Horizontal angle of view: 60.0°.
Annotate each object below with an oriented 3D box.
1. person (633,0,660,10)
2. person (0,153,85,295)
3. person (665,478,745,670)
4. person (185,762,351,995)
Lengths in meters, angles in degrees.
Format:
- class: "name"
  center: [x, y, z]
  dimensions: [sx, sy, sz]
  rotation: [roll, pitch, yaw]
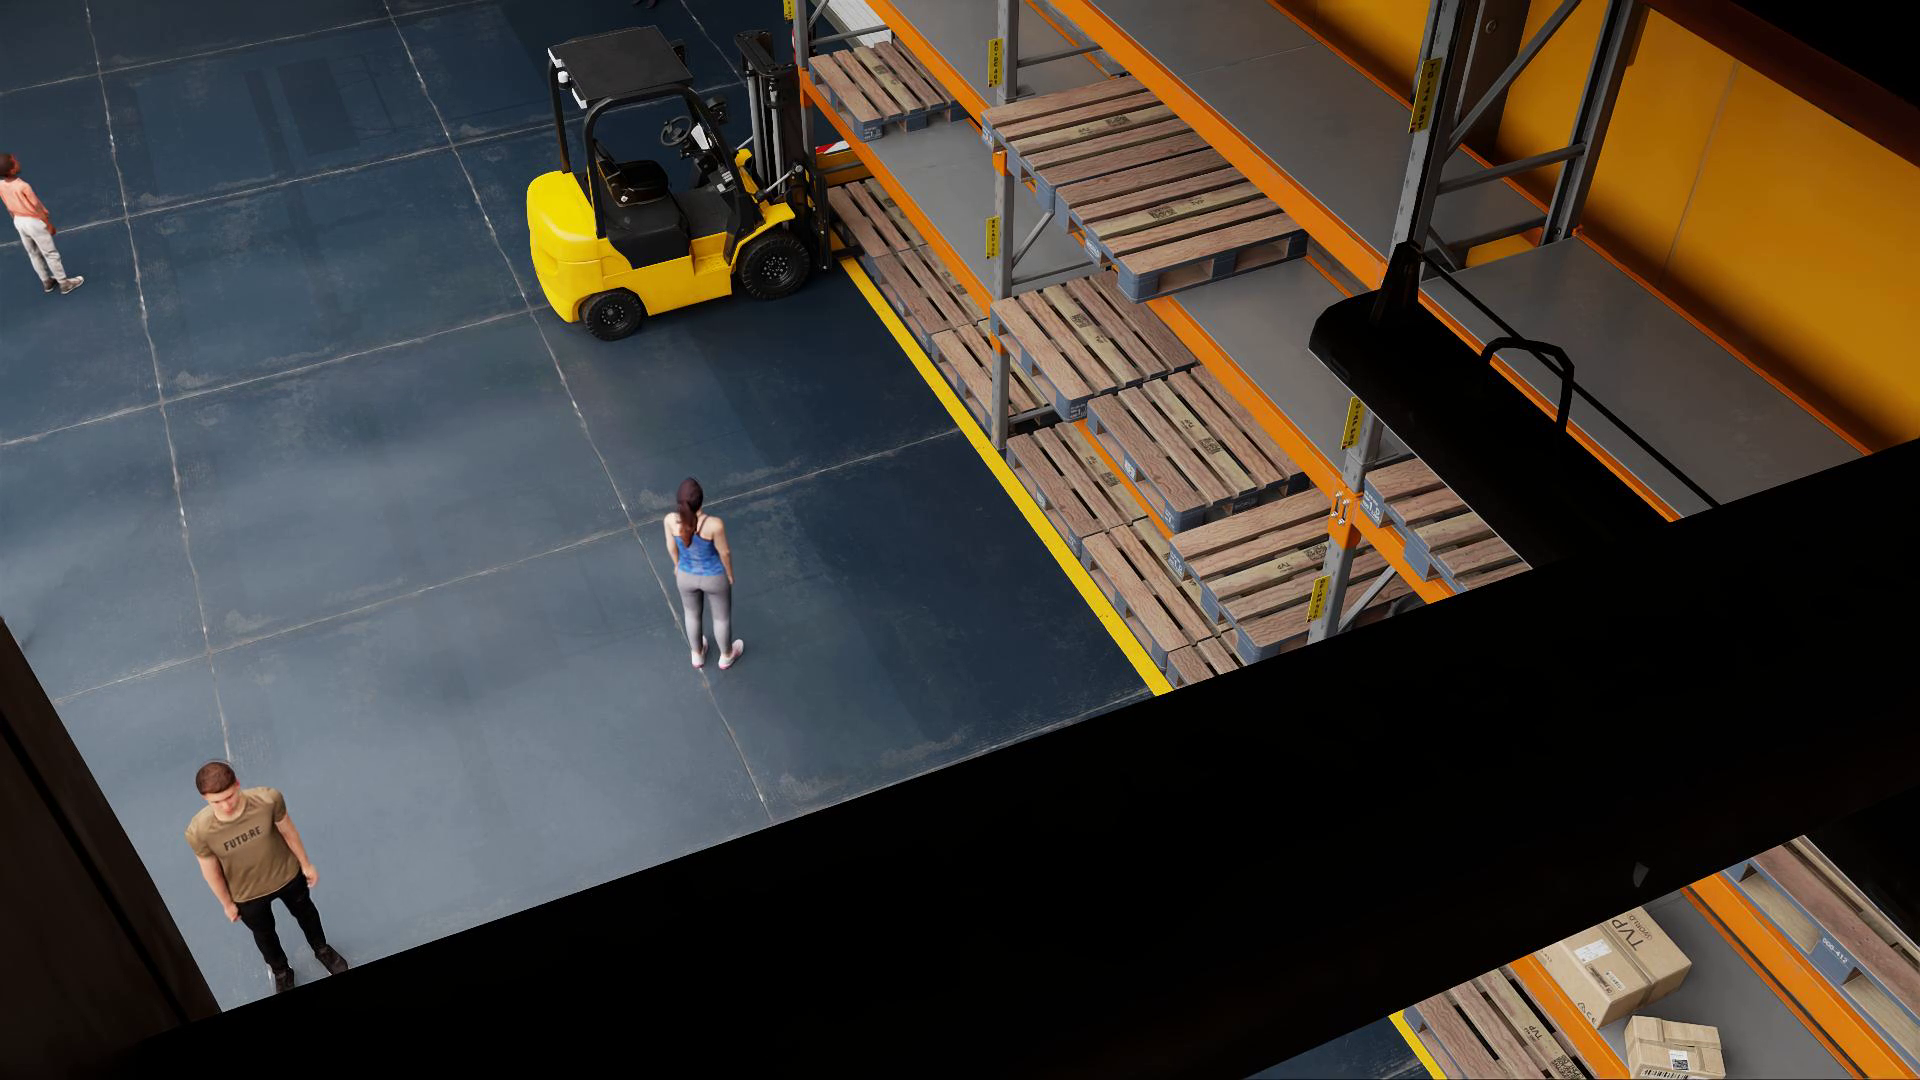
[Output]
- class: "person"
  center: [-3.462, -6.563, 17.878]
  dimensions: [0.628, 1.652, 0.718]
  rotation: [21, 47, 20]
- class: "person"
  center: [-7.846, -2.674, 14.043]
  dimensions: [0.568, 1.311, 0.614]
  rotation: [9, 44, 10]
- class: "person"
  center: [-1.671, 0.222, 10.787]
  dimensions: [0.666, 1.609, 0.707]
  rotation: [6, 44, 7]
- class: "person"
  center: [-3.742, 1.813, 8.941]
  dimensions: [0.705, 1.852, 0.636]
  rotation: [-27, 50, -26]
